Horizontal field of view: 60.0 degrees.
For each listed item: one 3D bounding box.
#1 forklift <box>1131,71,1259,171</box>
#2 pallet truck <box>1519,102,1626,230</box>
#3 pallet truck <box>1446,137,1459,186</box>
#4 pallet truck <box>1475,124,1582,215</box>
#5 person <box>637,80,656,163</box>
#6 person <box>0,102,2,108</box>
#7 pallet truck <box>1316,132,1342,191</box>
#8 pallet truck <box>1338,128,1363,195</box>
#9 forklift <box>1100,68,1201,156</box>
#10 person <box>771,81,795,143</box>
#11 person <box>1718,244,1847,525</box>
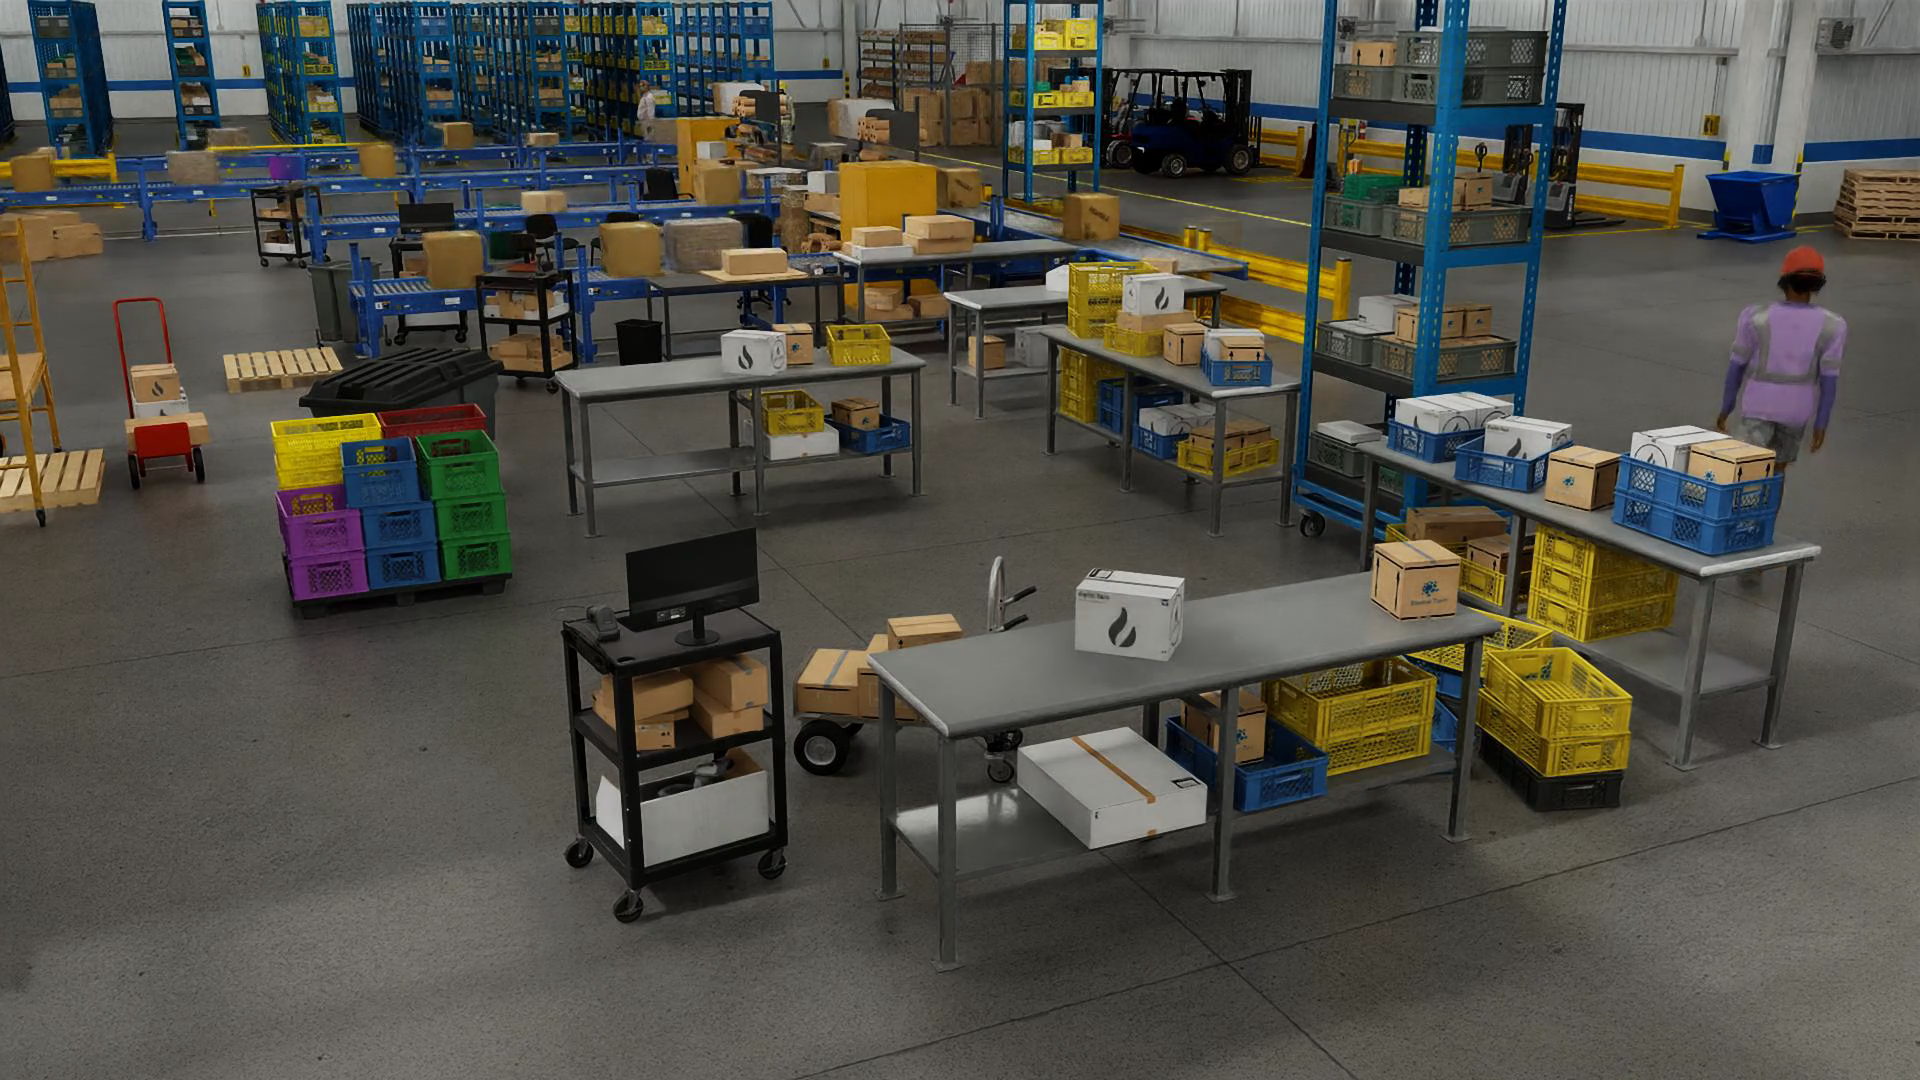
[{"bbox_3d":[4.998,-8.936,35.413,2.680,1.987,1.157,-9,20,-25],"label":"forklift"},{"bbox_3d":[9.972,-6.037,26.785,1.885,1.965,0.823,-9,20,-25],"label":"pallet truck"},{"bbox_3d":[9.184,-6.485,29.328,1.630,1.274,0.653,-8,19,-23],"label":"pallet truck"},{"bbox_3d":[9.707,-6.455,28.103,1.885,1.965,0.823,-7,19,-20],"label":"pallet truck"},{"bbox_3d":[-7.037,-9.343,37.348,0.409,1.905,0.651,-6,19,-19],"label":"person"},{"bbox_3d":[-28.003,-12.820,48.394,0.384,1.848,0.570,0,18,0],"label":"person"},{"bbox_3d":[7.723,-7.504,32.656,1.601,1.201,0.680,-8,19,-23],"label":"pallet truck"},{"bbox_3d":[7.845,-7.140,31.411,1.522,1.261,0.704,-9,20,-25],"label":"pallet truck"},{"bbox_3d":[4.082,-9.564,37.410,2.680,1.987,1.157,-8,19,-23],"label":"forklift"},{"bbox_3d":[-4.091,-9.668,38.493,0.603,1.830,0.404,5,18,15],"label":"person"},{"bbox_3d":[5.051,-0.798,10.257,0.628,2.024,0.814,5,18,14],"label":"person"}]
